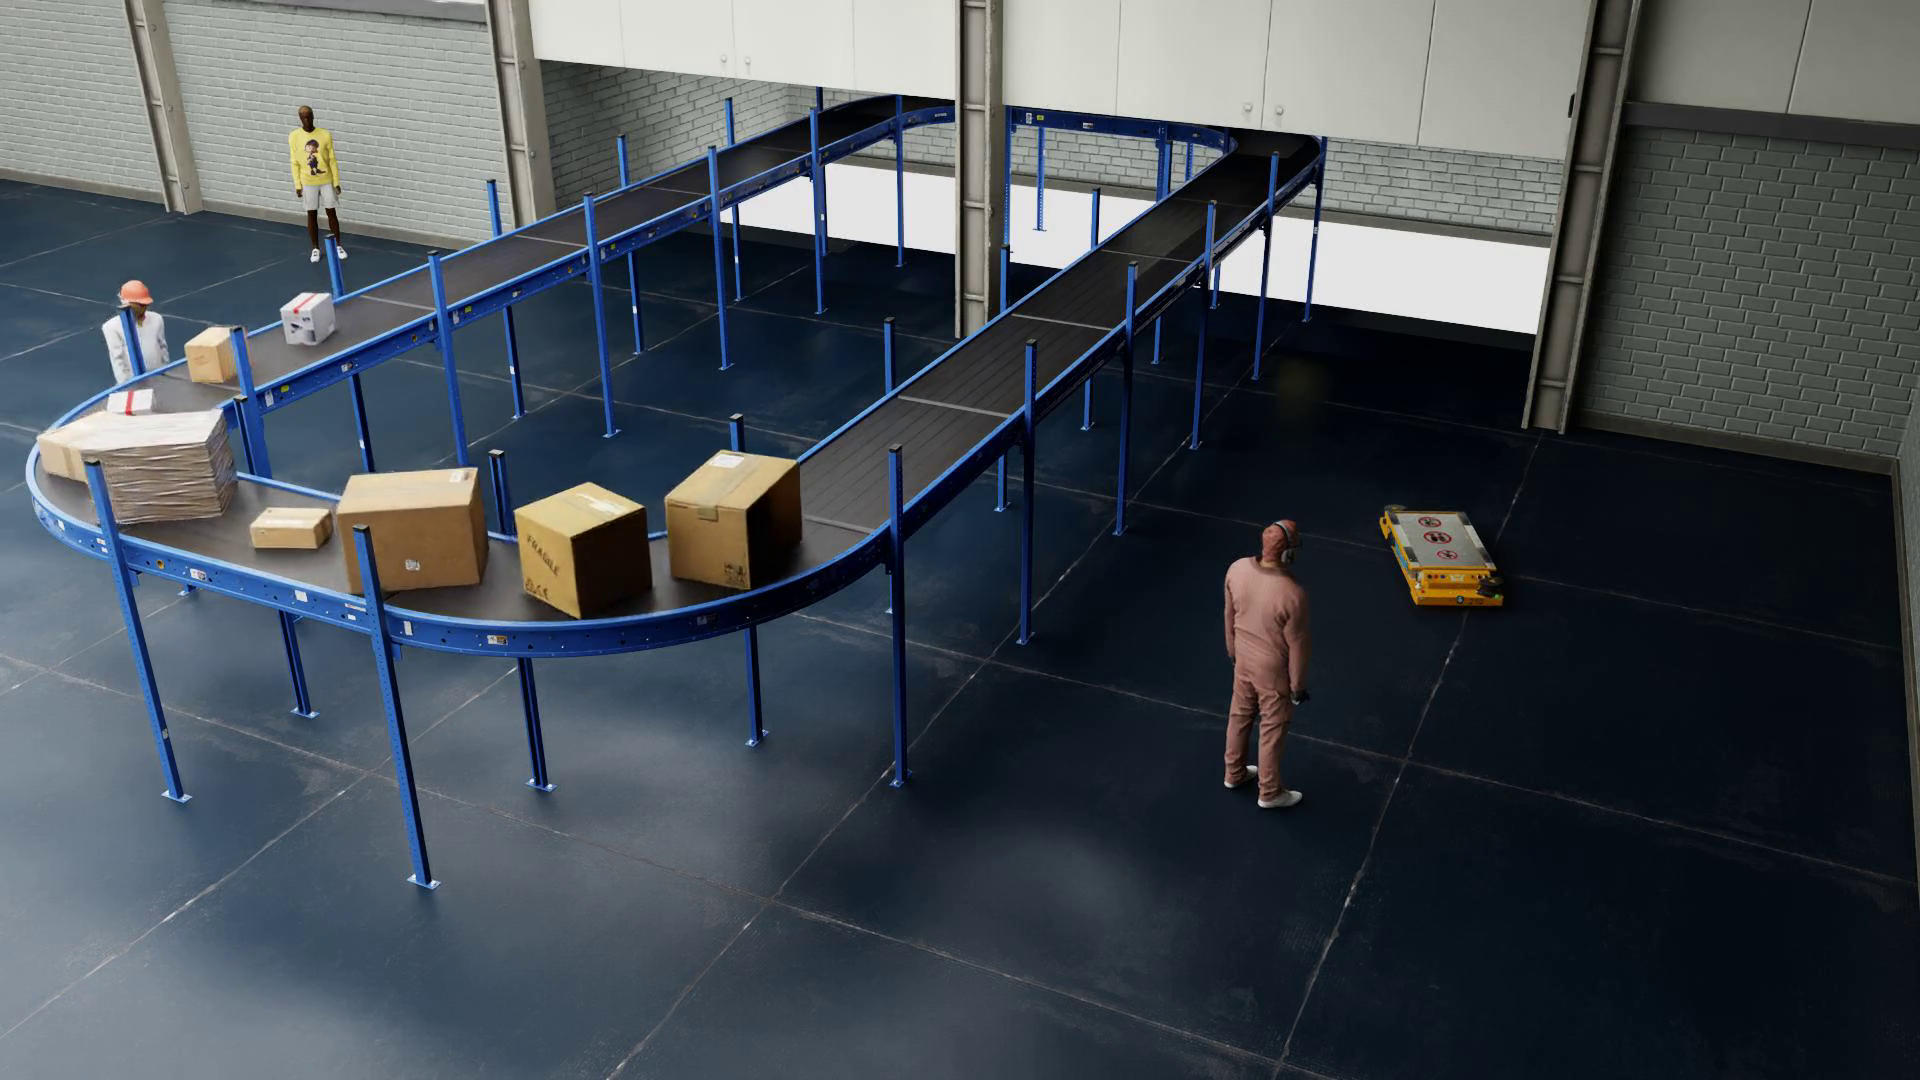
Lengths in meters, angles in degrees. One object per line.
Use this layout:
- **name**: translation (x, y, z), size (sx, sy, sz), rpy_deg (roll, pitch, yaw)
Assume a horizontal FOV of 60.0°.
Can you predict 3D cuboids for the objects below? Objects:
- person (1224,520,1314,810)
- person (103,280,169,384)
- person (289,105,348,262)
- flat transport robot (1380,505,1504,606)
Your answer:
- **person**: translation (1.889, 0.752, 10.120), size (0.411, 1.907, 0.649), rpy_deg (-18, 32, -32)
- **person**: translation (-7.325, -1.503, 14.882), size (0.886, 1.705, 0.559), rpy_deg (22, 34, 36)
- **person**: translation (-7.927, -4.397, 20.504), size (0.542, 1.899, 0.376), rpy_deg (-12, 29, -22)
- **flat transport robot**: translation (3.817, 0.115, 13.244), size (0.659, 0.231, 1.431), rpy_deg (1, 26, 1)
